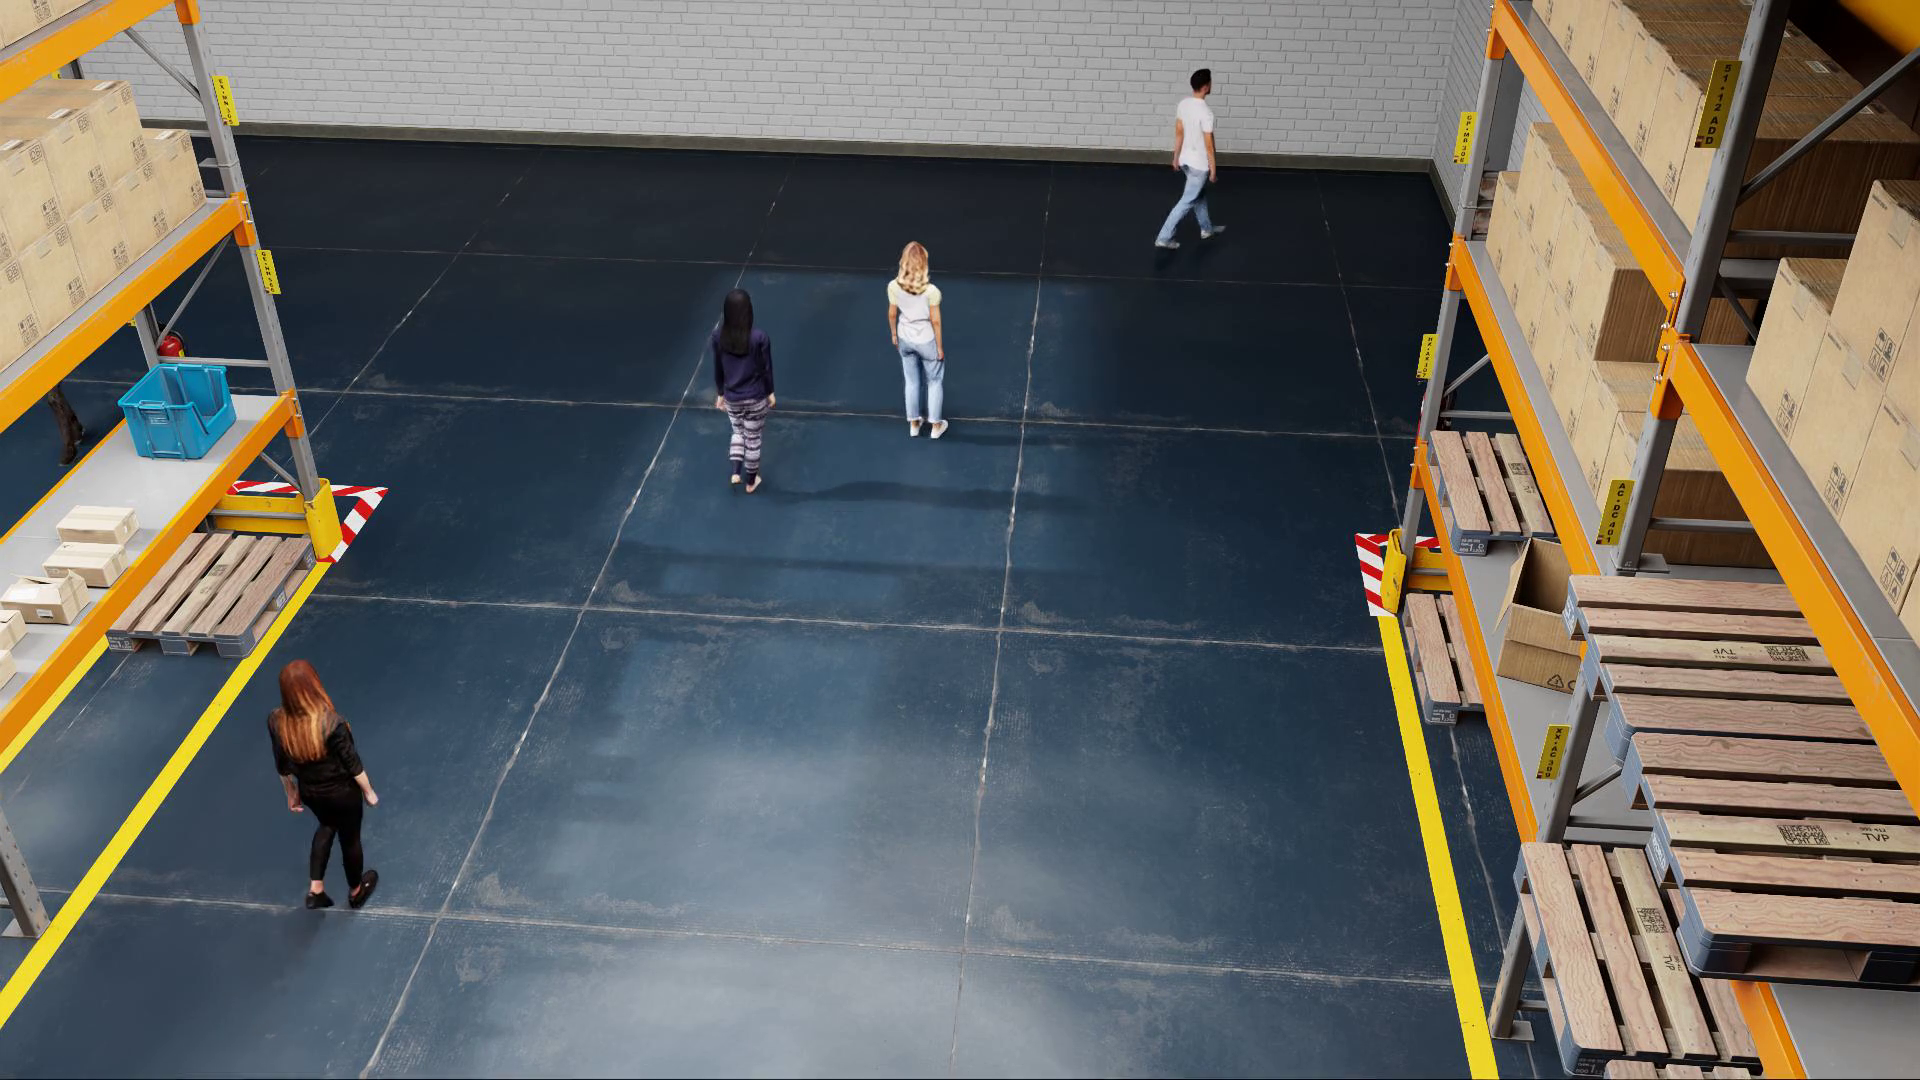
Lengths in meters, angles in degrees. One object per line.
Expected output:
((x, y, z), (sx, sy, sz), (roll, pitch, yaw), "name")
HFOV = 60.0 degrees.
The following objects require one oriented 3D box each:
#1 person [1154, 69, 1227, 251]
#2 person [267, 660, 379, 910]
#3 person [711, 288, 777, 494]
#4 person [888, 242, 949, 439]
((2.303, -3.782, 16.748), (1.141, 1.824, 1.216), (-16, 37, -23), "person")
((-3.480, 1.412, 9.043), (0.654, 1.702, 0.772), (7, 34, 10), "person")
((-1.677, -1.093, 12.789), (0.632, 1.727, 0.672), (7, 34, 10), "person")
((-0.368, -1.583, 13.534), (0.731, 1.719, 0.692), (13, 36, 18), "person")
